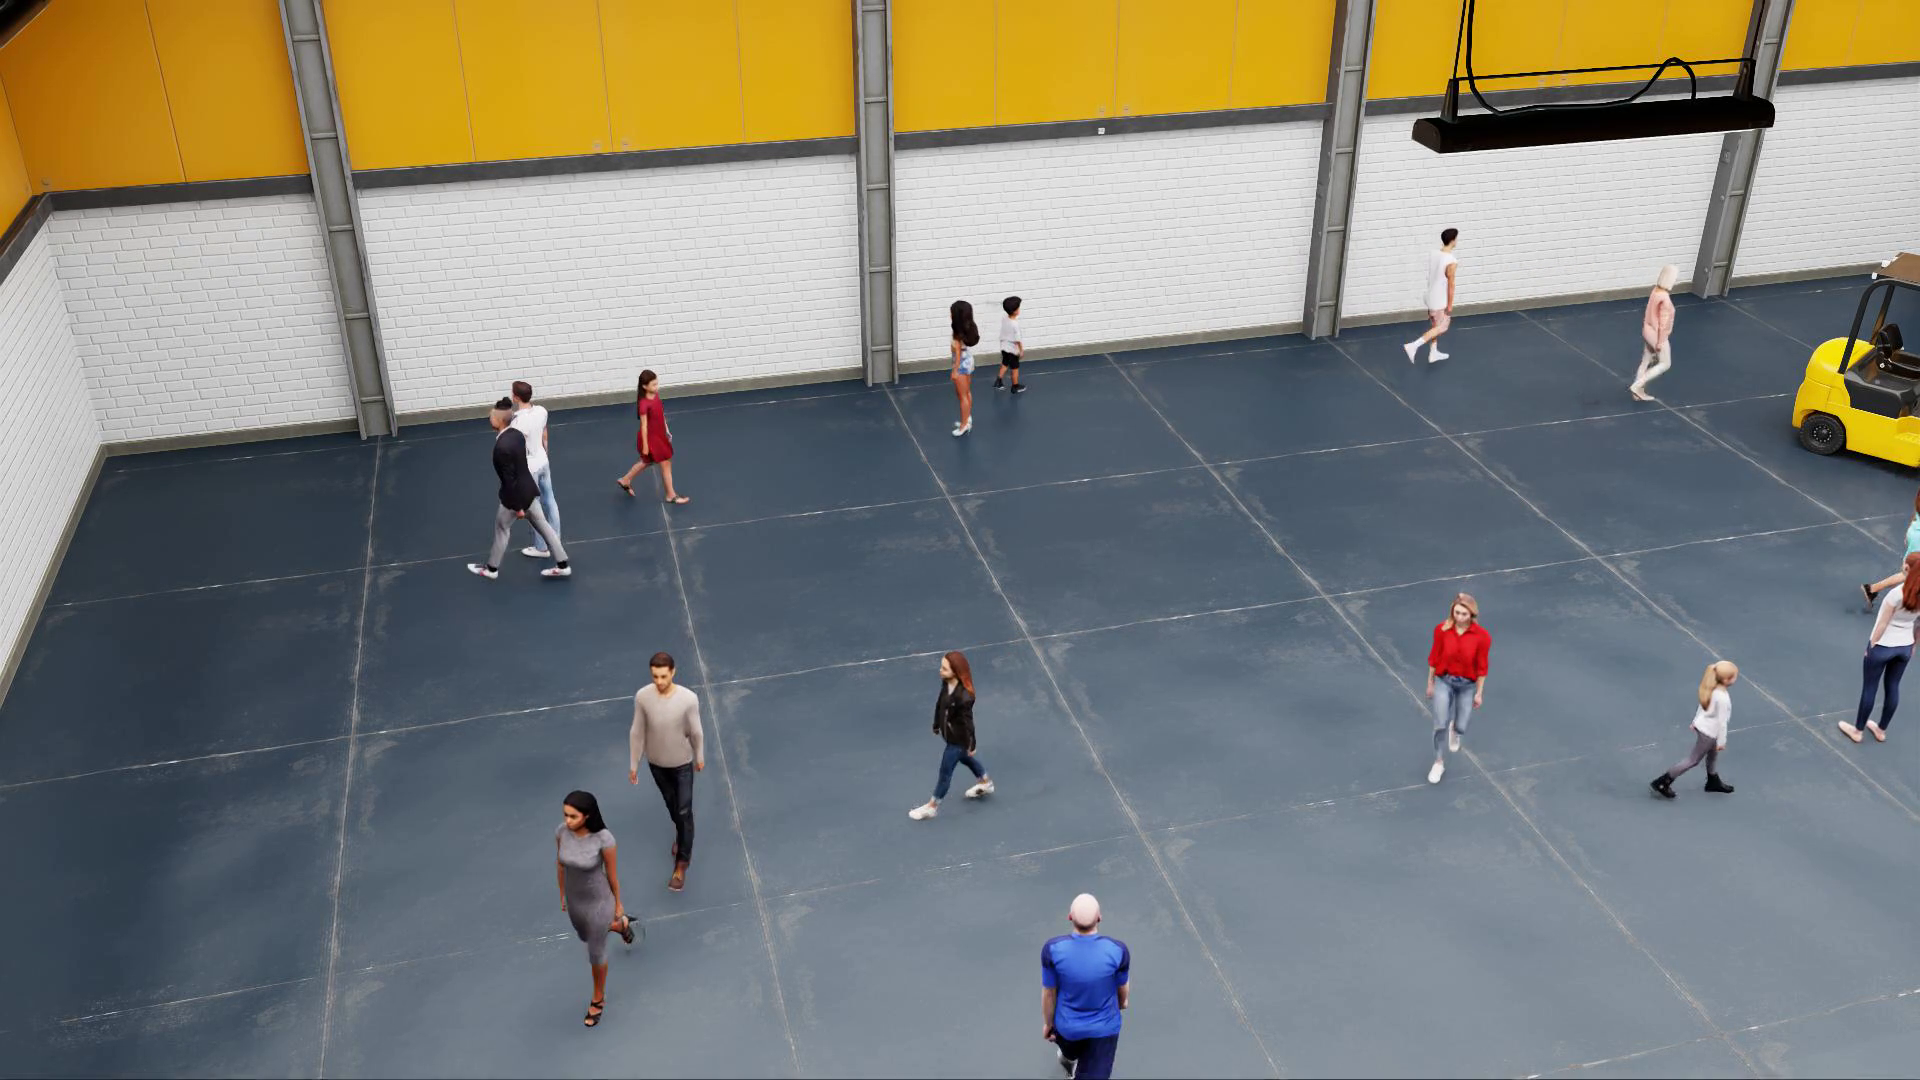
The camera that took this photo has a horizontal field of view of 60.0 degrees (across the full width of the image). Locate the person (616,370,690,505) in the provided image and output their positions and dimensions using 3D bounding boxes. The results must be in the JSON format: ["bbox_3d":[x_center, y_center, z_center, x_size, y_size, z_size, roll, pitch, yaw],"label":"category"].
[{"bbox_3d":[-3.317,-1.082,17.532,1.085,1.523,0.788,2,29,4],"label":"person"}]

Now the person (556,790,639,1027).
[{"bbox_3d":[-2.393,2.338,11.015,1.043,1.759,1.010,9,30,17],"label":"person"}]

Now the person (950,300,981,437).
[{"bbox_3d":[0.024,-1.979,19.070,0.674,1.625,0.648,5,29,9],"label":"person"}]

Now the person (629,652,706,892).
[{"bbox_3d":[-2.132,1.583,12.318,1.088,1.838,0.994,4,29,8],"label":"person"}]

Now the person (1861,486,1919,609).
[{"bbox_3d":[8.919,0.004,15.526,1.050,1.538,0.797,3,29,6],"label":"person"}]

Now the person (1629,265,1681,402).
[{"bbox_3d":[8.212,-2.443,19.824,0.710,1.718,0.689,1,29,1],"label":"person"}]

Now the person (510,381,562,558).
[{"bbox_3d":[-4.231,-0.717,16.520,0.745,1.851,0.725,10,30,18],"label":"person"}]

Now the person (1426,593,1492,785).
[{"bbox_3d":[3.973,1.135,13.294,0.880,1.689,0.919,11,31,20],"label":"person"}]

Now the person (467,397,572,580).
[{"bbox_3d":[-4.143,-0.444,15.978,1.319,1.891,0.980,2,29,4],"label":"person"}]

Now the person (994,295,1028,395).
[{"bbox_3d":[0.578,-2.355,20.147,0.716,1.254,0.633,-20,35,-32],"label":"person"}]

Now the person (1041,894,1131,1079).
[{"bbox_3d":[0.739,2.950,9.874,1.233,1.777,1.092,6,29,10],"label":"person"}]

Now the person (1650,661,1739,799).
[{"bbox_3d":[5.804,1.502,13.067,0.967,1.261,0.714,3,29,5],"label":"person"}]

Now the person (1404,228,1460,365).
[{"bbox_3d":[5.913,-3.018,20.825,0.951,1.767,0.659,-9,30,-16],"label":"person"}]

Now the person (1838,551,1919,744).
[{"bbox_3d":[7.680,0.895,13.686,0.493,1.735,0.651,-3,29,-6],"label":"person"}]

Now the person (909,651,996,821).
[{"bbox_3d":[0.035,1.488,12.903,1.027,1.443,0.691,-12,31,-21],"label":"person"}]
